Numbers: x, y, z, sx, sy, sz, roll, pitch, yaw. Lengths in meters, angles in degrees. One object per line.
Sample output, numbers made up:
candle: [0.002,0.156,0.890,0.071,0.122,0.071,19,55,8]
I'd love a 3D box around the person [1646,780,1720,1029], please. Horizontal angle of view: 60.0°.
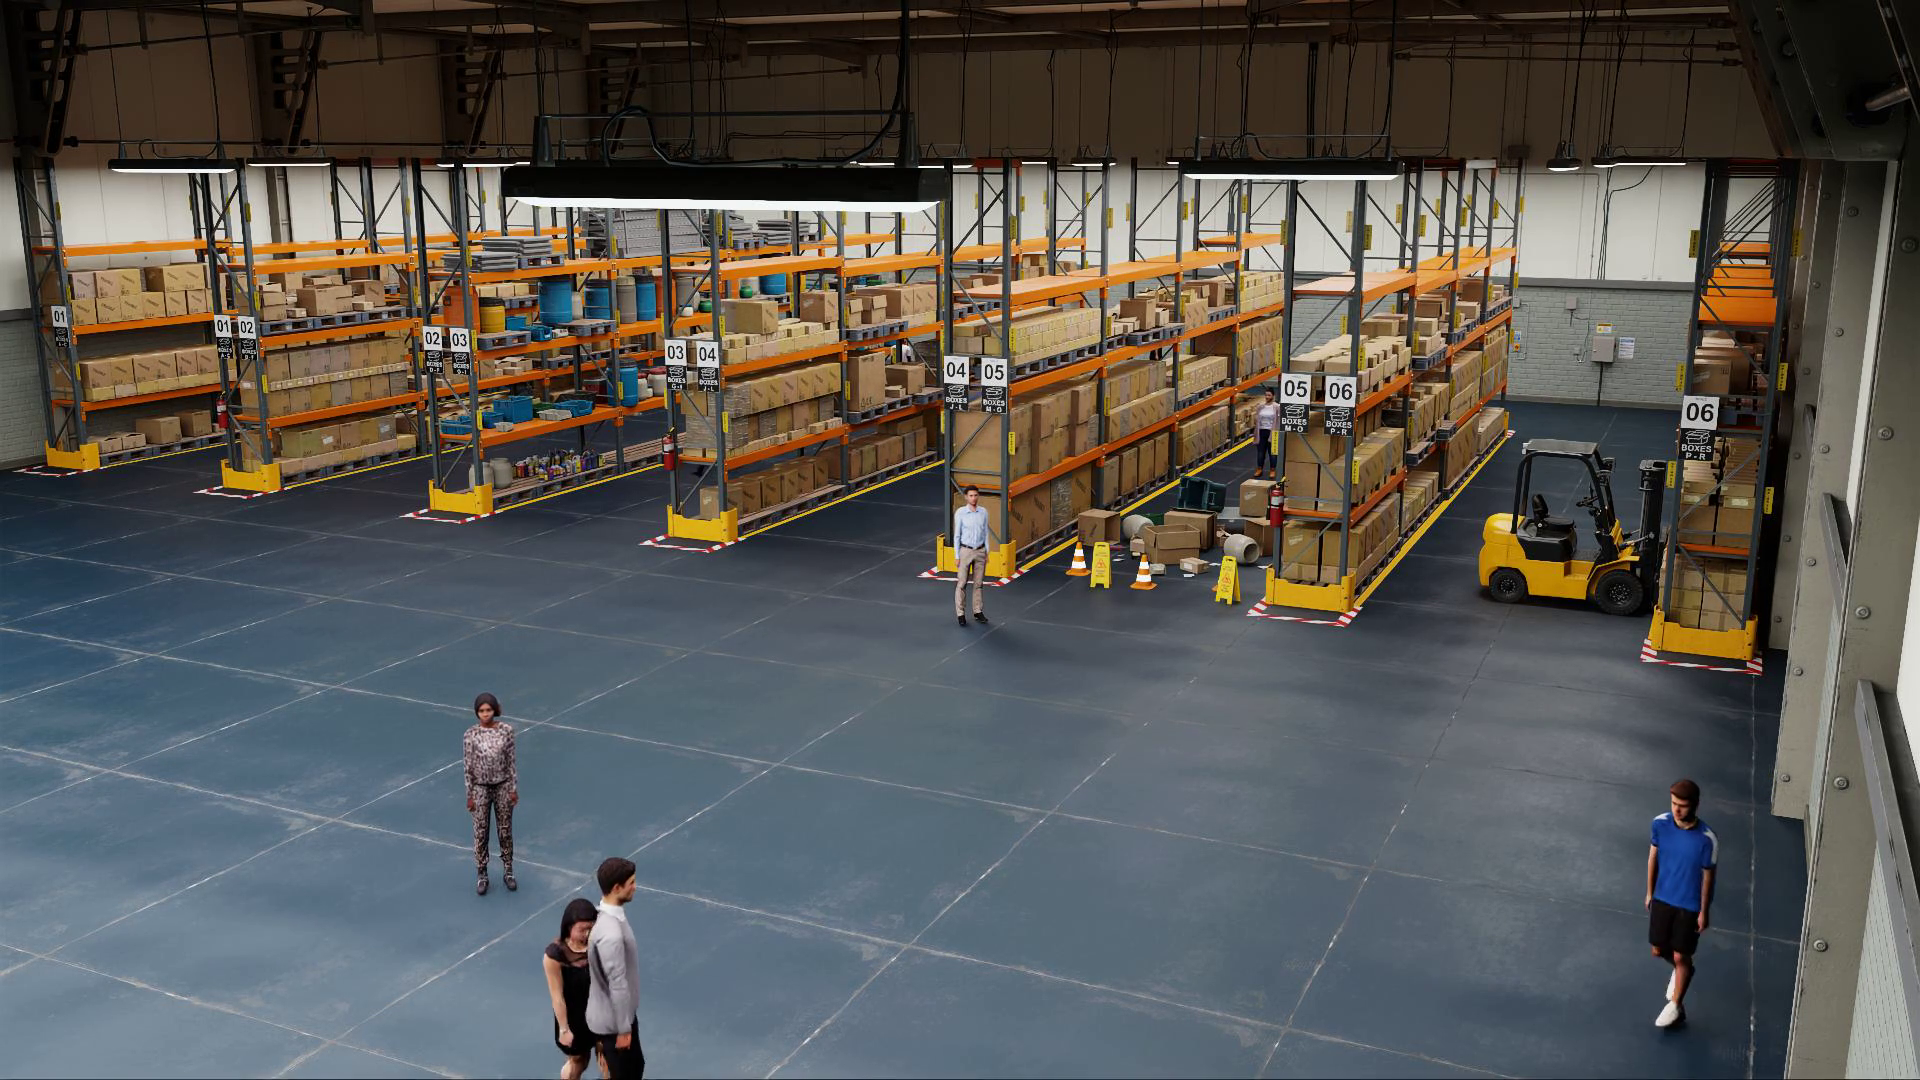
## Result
person: [5.169,2.535,11.755,0.979,1.833,0.844,-12,17,-41]

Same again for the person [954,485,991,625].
person: [0.163,0.177,21.911,0.743,1.845,0.799,-4,14,-18]

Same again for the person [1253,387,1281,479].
person: [5.907,-2.069,31.834,0.686,1.743,0.611,7,15,26]

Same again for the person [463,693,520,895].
person: [-3.905,2.102,13.891,0.677,1.714,0.735,-4,14,-19]

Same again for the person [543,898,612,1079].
person: [-2.373,2.956,10.316,0.981,1.661,1.003,11,17,39]

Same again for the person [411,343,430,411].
person: [-12.663,-3.758,39.075,0.627,1.769,0.574,4,14,18]

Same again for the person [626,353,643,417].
person: [-7.798,-3.686,39.398,0.591,1.483,0.536,4,14,16]

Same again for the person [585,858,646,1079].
person: [-2.196,2.885,10.108,1.145,1.893,1.114,-2,13,-8]
